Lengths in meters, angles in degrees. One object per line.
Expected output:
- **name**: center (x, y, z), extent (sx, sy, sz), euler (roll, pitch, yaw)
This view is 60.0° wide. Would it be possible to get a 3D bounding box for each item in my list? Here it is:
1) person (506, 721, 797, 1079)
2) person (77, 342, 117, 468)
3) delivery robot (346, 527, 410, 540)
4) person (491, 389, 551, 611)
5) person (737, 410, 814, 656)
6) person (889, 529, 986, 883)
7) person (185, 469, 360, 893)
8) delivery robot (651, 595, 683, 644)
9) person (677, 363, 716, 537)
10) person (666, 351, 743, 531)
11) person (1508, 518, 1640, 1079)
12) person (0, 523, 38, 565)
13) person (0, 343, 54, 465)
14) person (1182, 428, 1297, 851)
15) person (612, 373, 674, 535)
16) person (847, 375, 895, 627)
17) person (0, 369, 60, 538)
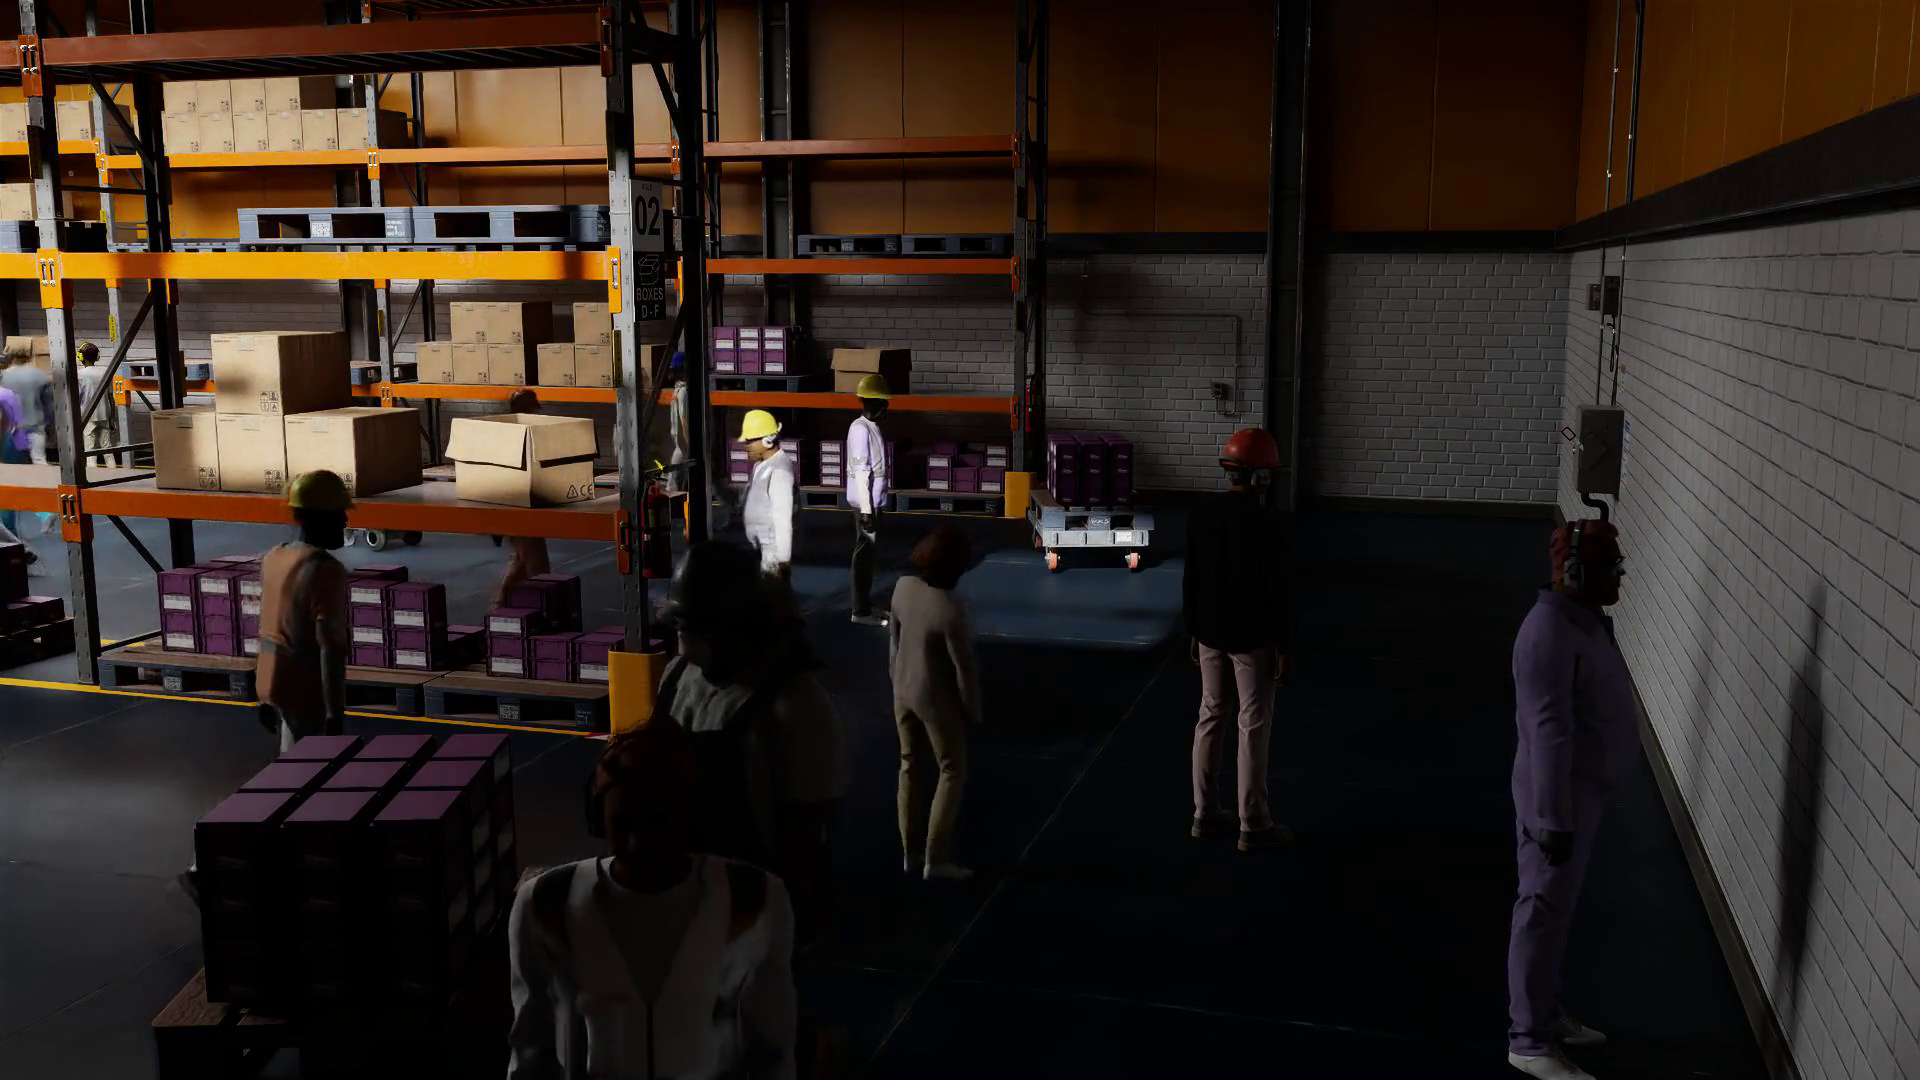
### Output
- **person**: center (-0.622, 1.263, 3.398), extent (0.577, 1.869, 0.480), euler (-1, 9, -9)
- **person**: center (-10.168, -1.385, 19.524), extent (0.327, 1.872, 0.516), euler (6, 11, 34)
- **delivery robot**: center (-5.714, -0.248, 16.307), extent (0.707, 0.478, 0.477), euler (6, 11, 33)
- **person**: center (-3.198, -0.189, 12.283), extent (0.984, 1.866, 0.646), euler (5, 10, 26)
- **person**: center (-1.232, 0.018, 11.228), extent (0.536, 1.796, 0.785), euler (-2, 10, -13)
- **person**: center (-0.134, 0.737, 7.425), extent (0.339, 1.602, 0.532), euler (-9, 13, -44)
- **person**: center (-2.890, 0.651, 7.088), extent (0.602, 1.890, 0.904), euler (8, 13, 42)
- **delivery robot**: center (-1.797, 0.526, 11.590), extent (0.707, 0.478, 0.477), euler (5, 11, 28)
- **person**: center (-2.700, -0.952, 16.968), extent (0.345, 1.844, 0.507), euler (1, 9, 5)
- **person**: center (-2.729, -1.011, 17.219), extent (1.044, 1.892, 0.642), euler (0, 9, 2)
- **person**: center (2.078, 0.872, 5.652), extent (0.406, 1.911, 0.639), euler (5, 10, 26)
- **person**: center (-8.661, -0.583, 14.604), extent (0.892, 1.898, 0.636), euler (-3, 10, -18)
- **person**: center (-10.533, -1.263, 18.752), extent (0.643, 1.902, 0.993), euler (-9, 13, -44)
- **person**: center (1.340, 0.462, 7.885), extent (0.396, 1.992, 0.623), euler (-8, 12, -41)
- **person**: center (-3.053, -0.752, 15.818), extent (0.477, 1.829, 0.620), euler (0, 9, -1)
- **person**: center (-0.675, -0.308, 12.788), extent (0.379, 1.925, 0.594), euler (1, 9, 5)
- **person**: center (-9.455, -0.892, 16.633), extent (0.630, 1.829, 0.592), euler (-4, 10, -23)
